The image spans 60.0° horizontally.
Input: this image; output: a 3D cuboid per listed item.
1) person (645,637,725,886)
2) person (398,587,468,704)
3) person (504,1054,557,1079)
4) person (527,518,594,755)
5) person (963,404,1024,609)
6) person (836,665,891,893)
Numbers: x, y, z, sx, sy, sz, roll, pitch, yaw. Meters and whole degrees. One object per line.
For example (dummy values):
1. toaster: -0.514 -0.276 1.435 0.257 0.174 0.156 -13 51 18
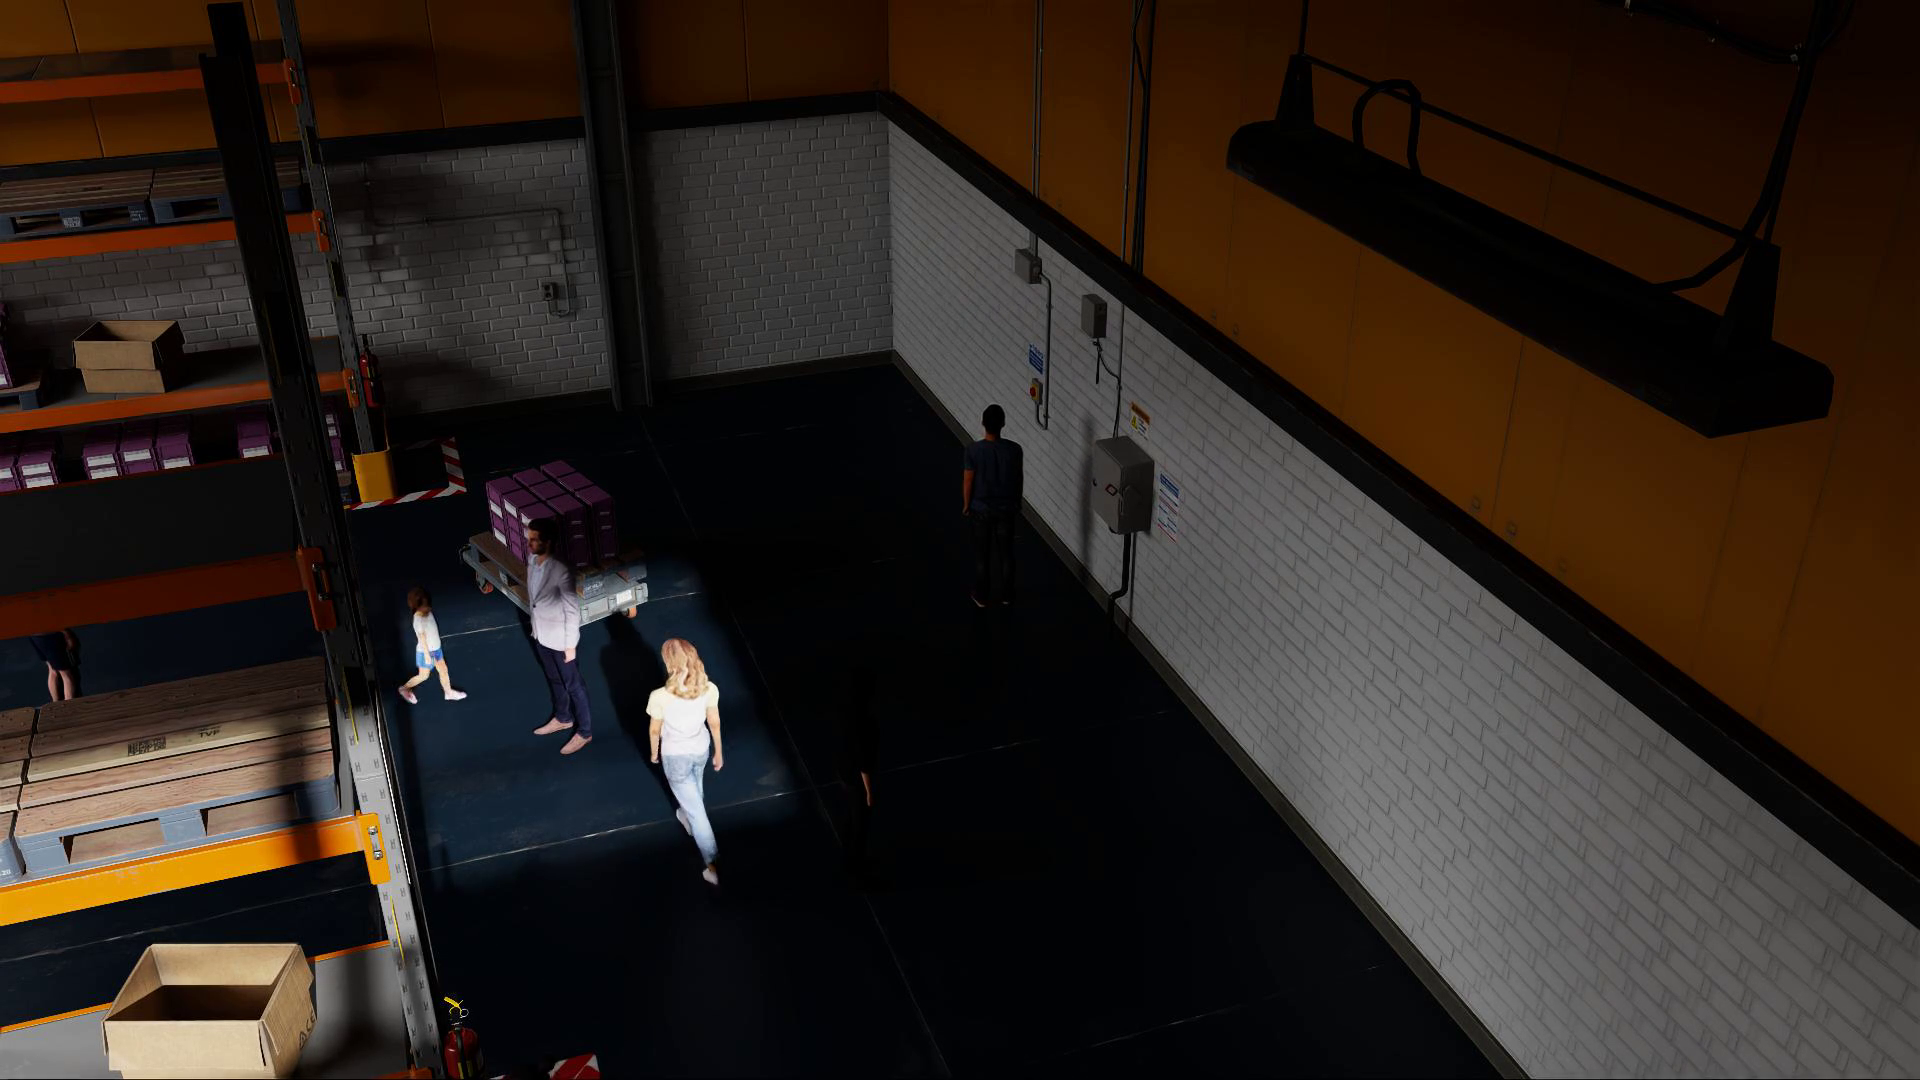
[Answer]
1. person: -1.729 1.457 10.709 1.135 1.680 0.858 -17 33 -28
2. person: -4.079 0.810 12.599 0.762 1.006 0.575 0 29 1
3. person: -1.859 3.038 7.873 0.729 1.619 0.789 11 30 19
4. person: -2.907 0.657 11.994 0.728 1.853 0.759 -24 37 -37
5. person: 0.278 -0.278 13.754 0.562 1.810 0.761 -3 29 -6
6. person: -0.668 1.515 10.643 0.482 1.641 0.558 -10 30 -18
